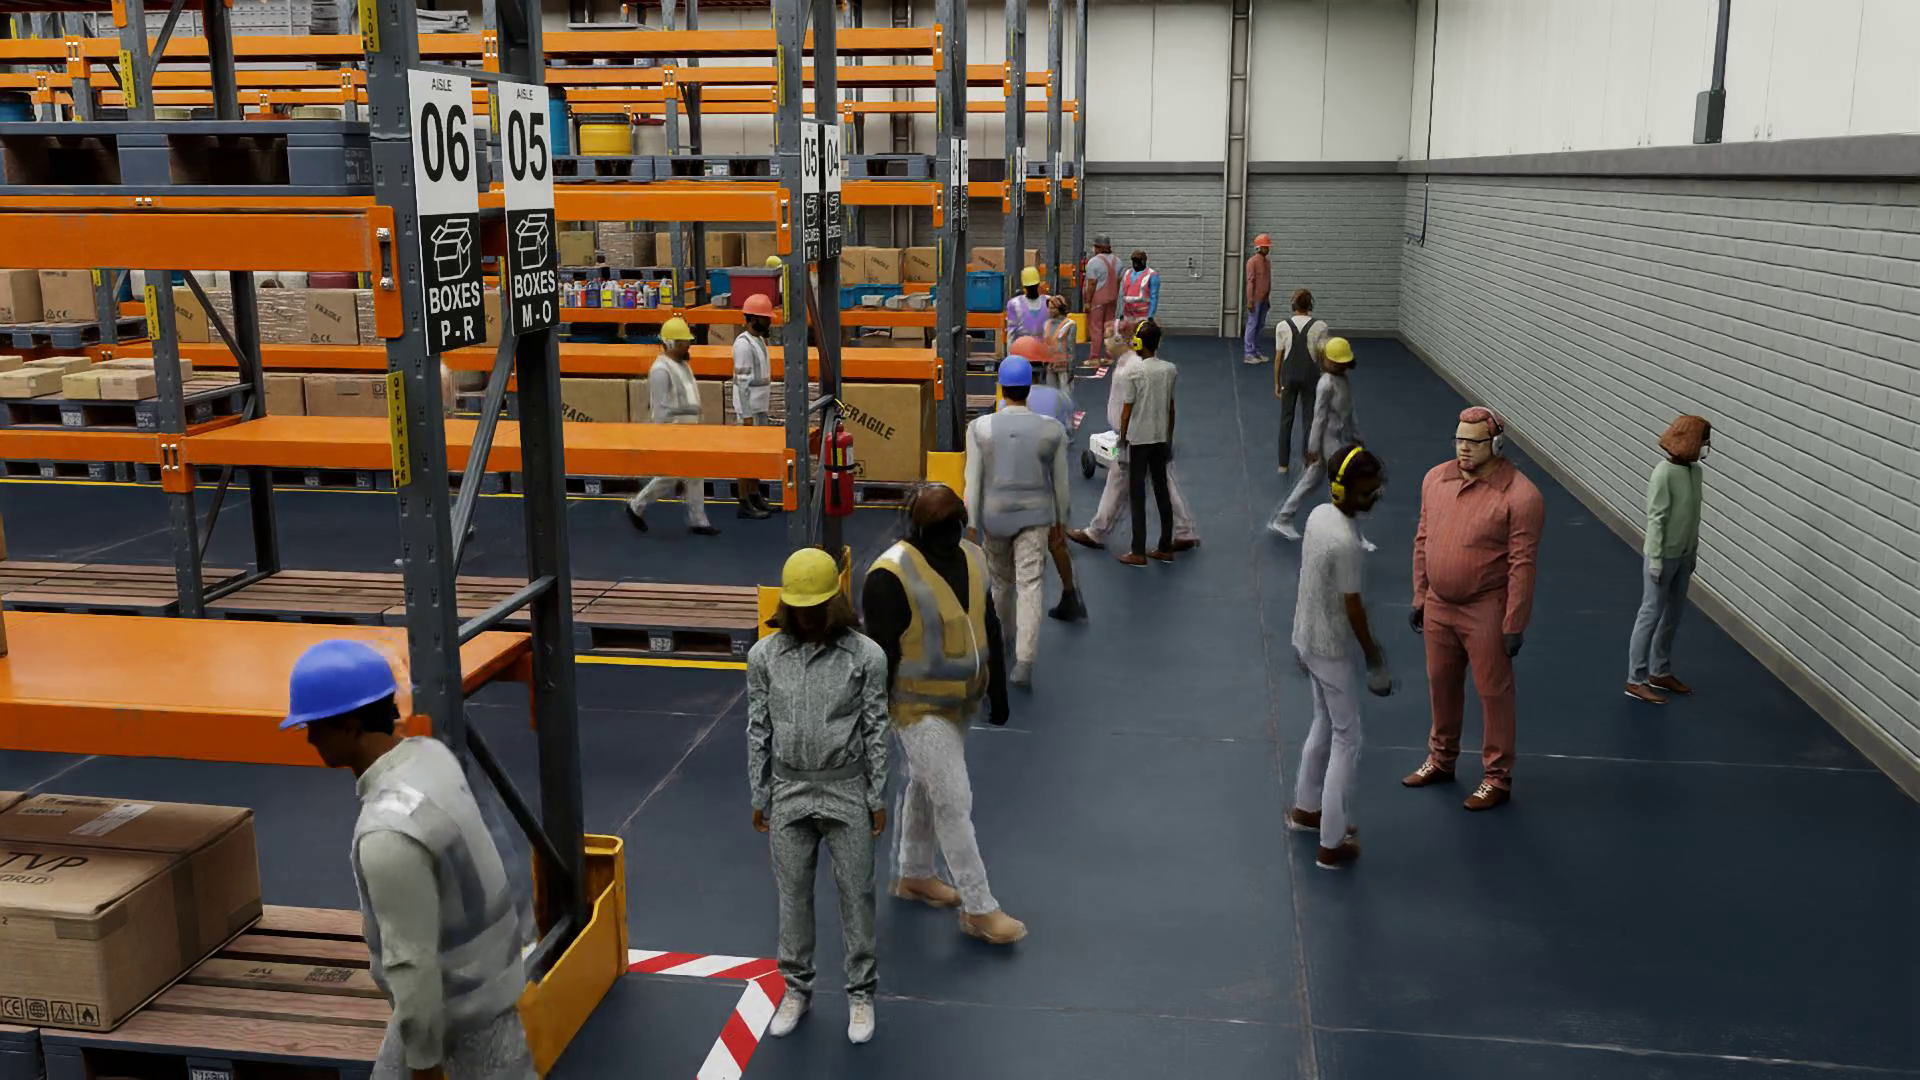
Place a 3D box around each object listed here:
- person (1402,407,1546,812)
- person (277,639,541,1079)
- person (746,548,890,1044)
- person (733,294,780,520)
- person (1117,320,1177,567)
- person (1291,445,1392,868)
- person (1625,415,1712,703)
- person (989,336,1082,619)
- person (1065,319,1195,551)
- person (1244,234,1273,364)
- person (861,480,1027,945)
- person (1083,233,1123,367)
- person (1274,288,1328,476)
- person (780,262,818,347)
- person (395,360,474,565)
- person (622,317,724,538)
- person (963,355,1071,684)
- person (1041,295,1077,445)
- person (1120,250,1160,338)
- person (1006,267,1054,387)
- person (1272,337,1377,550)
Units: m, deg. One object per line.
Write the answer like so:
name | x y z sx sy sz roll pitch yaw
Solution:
person | 2.377 0.317 7.791 0.396 1.900 0.636 -9 15 -34
person | -1.345 1.144 4.193 1.148 1.832 0.623 -3 13 -12
person | -0.485 0.869 5.654 0.489 1.732 0.325 1 13 6
person | -1.746 -1.144 14.304 0.388 1.928 0.549 2 13 11
person | 1.413 -0.727 12.579 0.509 1.861 0.326 -7 14 -30
person | 1.613 0.476 7.178 0.369 1.840 0.558 -1 13 -3
person | 4.014 0.100 9.377 0.503 1.628 0.279 -10 16 -39
person | 0.477 -0.407 11.117 0.549 1.898 0.977 -8 15 -32
person | 1.368 -0.802 13.002 1.040 1.826 0.646 3 13 11
person | 4.673 -3.755 25.928 0.395 1.992 0.622 9 16 36
person | 0.005 0.658 6.442 0.833 1.796 0.683 9 15 36
person | 2.134 -3.693 25.544 0.689 2.000 0.539 -11 16 -40
person | 3.329 -1.540 16.291 0.503 1.838 0.350 4 13 19
person | -2.136 -2.883 22.133 0.957 1.939 0.597 -9 15 -36
person | -4.035 -0.733 12.538 0.506 1.881 0.620 -6 14 -25
person | -2.345 -0.900 13.460 0.765 1.811 0.597 3 13 13
person | 0.337 -0.134 9.811 0.634 1.899 1.018 0 12 2
person | 1.081 -1.858 18.196 0.317 1.632 0.525 -10 16 -38
person | 2.569 -3.269 24.085 0.627 1.843 0.429 11 17 41
person | 0.828 -2.133 18.824 0.606 1.914 0.431 -2 13 -10
person | 2.894 -0.782 13.204 0.867 1.685 0.509 6 14 25
